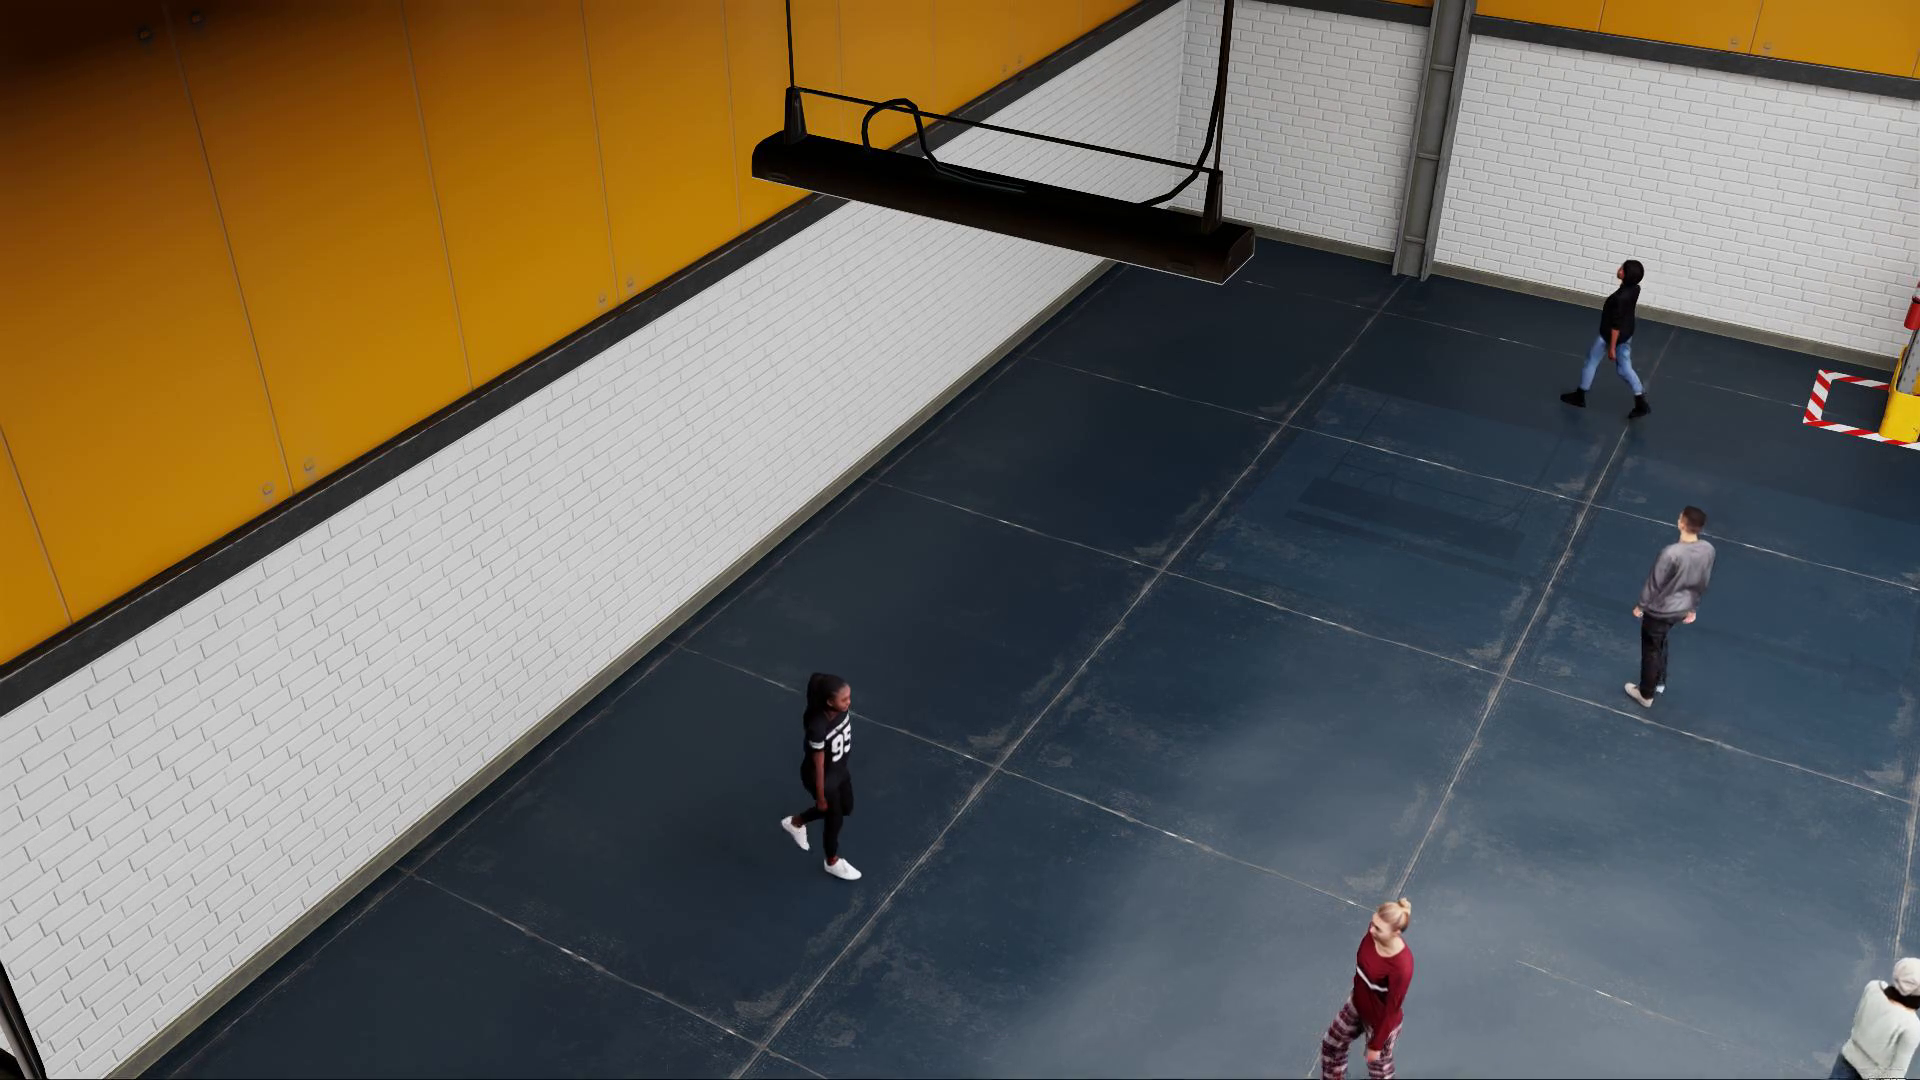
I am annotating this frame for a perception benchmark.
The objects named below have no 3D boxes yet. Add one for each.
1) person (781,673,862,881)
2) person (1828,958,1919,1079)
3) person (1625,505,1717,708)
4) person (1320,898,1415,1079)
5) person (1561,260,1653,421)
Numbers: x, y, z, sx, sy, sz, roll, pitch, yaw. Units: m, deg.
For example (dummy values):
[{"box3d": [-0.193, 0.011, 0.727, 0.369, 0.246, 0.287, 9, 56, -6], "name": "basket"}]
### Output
[{"box3d": [-0.978, 1.570, 11.109, 0.877, 1.713, 0.673, 13, 36, 19], "name": "person"}, {"box3d": [4.943, 2.926, 9.173, 1.155, 1.599, 1.090, -8, 34, -12], "name": "person"}, {"box3d": [5.408, 0.554, 12.603, 0.735, 1.751, 0.783, -12, 35, -17], "name": "person"}, {"box3d": [2.436, 2.665, 9.489, 0.954, 1.682, 0.898, -11, 35, -16], "name": "person"}, {"box3d": [6.572, -1.947, 16.449, 0.808, 1.659, 1.189, -27, 42, -34], "name": "person"}]
